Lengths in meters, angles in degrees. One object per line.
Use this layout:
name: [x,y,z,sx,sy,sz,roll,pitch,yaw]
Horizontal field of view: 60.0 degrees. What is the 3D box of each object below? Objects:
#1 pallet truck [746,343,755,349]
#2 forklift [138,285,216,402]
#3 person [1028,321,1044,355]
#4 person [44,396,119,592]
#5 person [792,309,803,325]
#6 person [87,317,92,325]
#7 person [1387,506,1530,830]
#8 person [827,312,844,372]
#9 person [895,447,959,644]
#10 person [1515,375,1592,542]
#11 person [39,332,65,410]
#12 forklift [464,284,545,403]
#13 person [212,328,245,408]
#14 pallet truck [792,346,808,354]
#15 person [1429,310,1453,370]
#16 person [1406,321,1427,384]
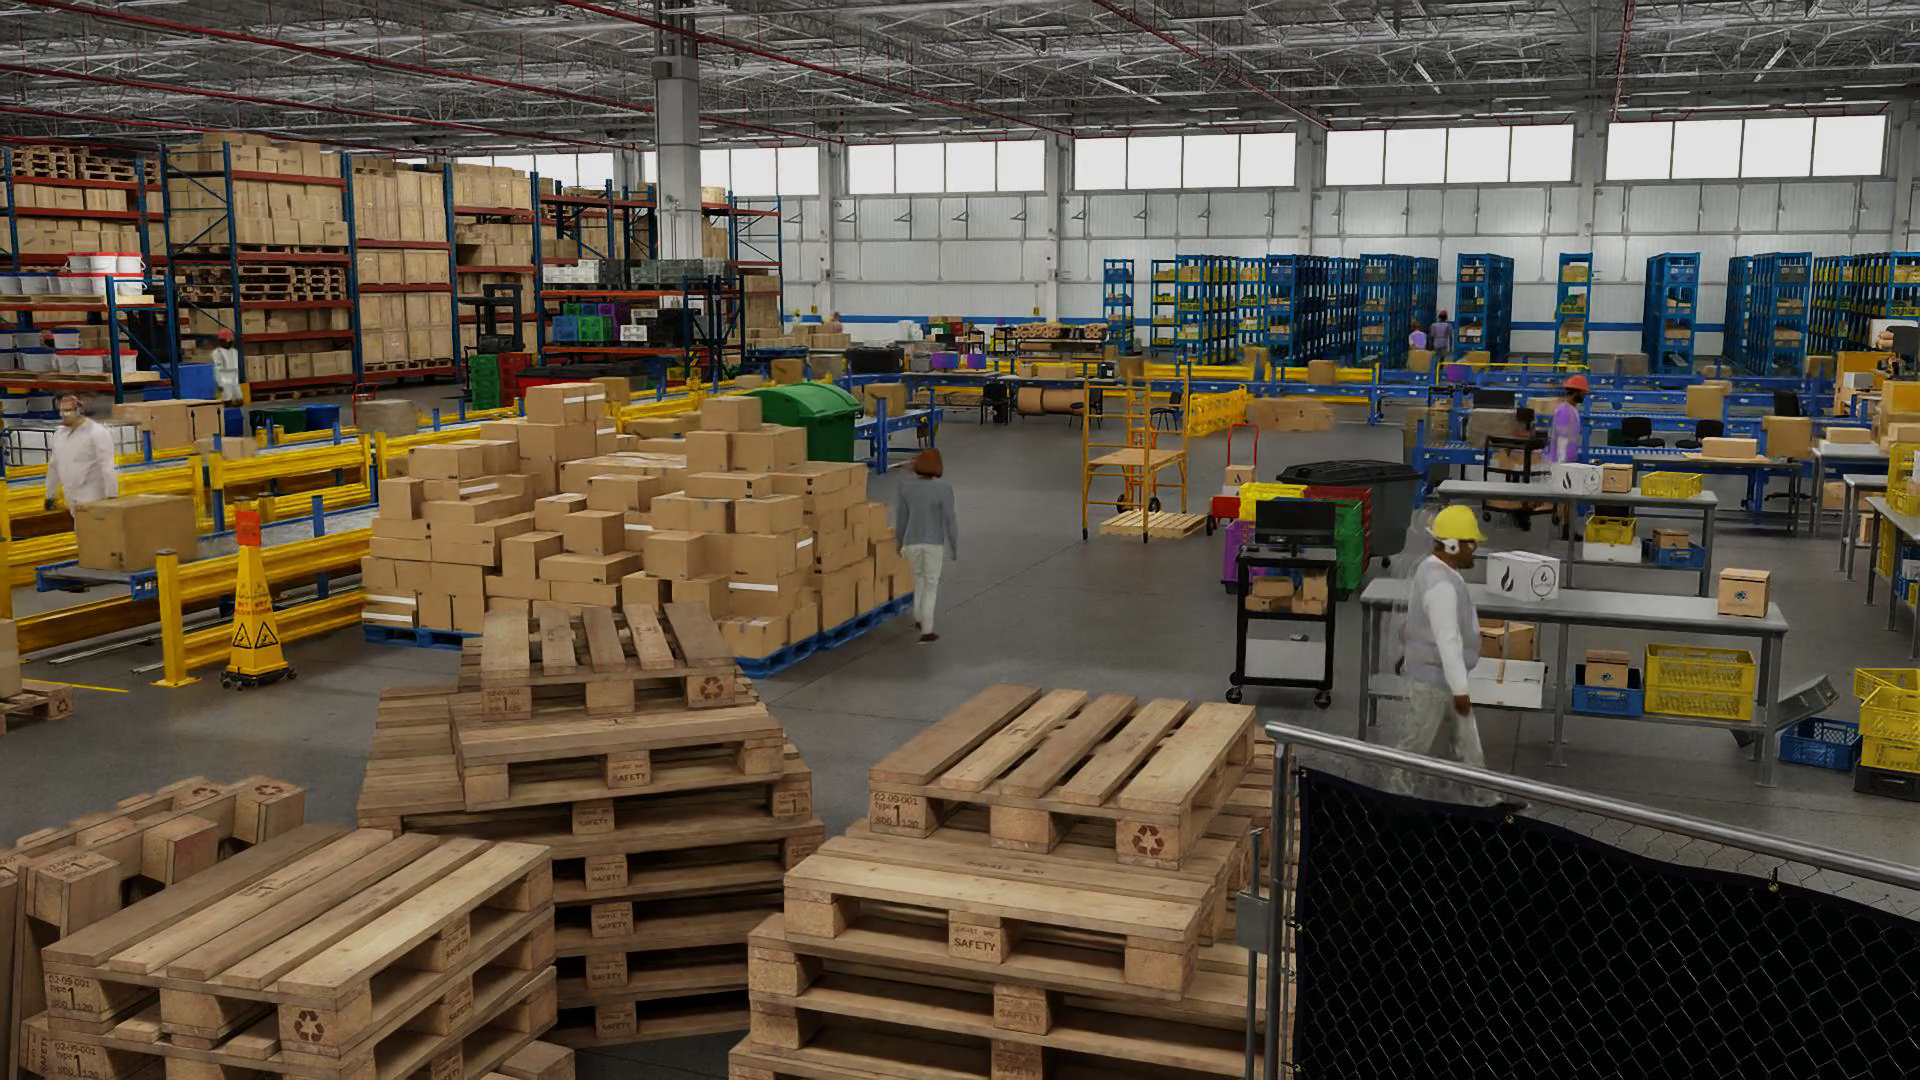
pallet truck: [-6.183,-4.618,44.264,1.601,1.201,0.680,-9,12,-43]
forklift: [-17.480,-4.200,36.461,1.873,2.768,1.129,3,10,19]
person: [1.928,-4.890,44.134,0.694,1.806,0.632,7,12,39]
person: [-8.518,-0.432,15.936,0.683,1.872,0.873,3,10,21]
person: [-6.305,-8.252,65.545,0.778,1.710,0.590,9,13,44]
person: [-25.465,-5.664,48.982,0.634,1.818,0.720,5,10,27]
person: [2.721,0.714,8.982,0.855,1.794,0.627,3,9,16]
person: [-3.877,-6.204,52.140,0.678,1.886,0.673,7,11,36]
person: [-0.249,0.036,13.815,0.537,1.613,0.537,4,10,23]
person: [6.837,-0.942,19.057,0.761,1.907,0.580,7,11,36]
person: [-18.145,-3.210,33.289,0.542,1.912,0.464,-8,12,-42]
forklift: [-10.832,-4.702,39.610,1.129,2.768,1.873,3,10,20]
person: [-13.874,-2.994,31.549,0.472,2.025,0.616,4,10,23]
pallet truck: [-3.705,-4.298,42.022,0.653,1.274,1.630,3,10,20]
person: [14.020,-5.671,48.402,0.650,2.010,0.882,3,10,21]
person: [11.855,-4.749,43.151,0.570,1.840,0.373,-5,10,-27]
